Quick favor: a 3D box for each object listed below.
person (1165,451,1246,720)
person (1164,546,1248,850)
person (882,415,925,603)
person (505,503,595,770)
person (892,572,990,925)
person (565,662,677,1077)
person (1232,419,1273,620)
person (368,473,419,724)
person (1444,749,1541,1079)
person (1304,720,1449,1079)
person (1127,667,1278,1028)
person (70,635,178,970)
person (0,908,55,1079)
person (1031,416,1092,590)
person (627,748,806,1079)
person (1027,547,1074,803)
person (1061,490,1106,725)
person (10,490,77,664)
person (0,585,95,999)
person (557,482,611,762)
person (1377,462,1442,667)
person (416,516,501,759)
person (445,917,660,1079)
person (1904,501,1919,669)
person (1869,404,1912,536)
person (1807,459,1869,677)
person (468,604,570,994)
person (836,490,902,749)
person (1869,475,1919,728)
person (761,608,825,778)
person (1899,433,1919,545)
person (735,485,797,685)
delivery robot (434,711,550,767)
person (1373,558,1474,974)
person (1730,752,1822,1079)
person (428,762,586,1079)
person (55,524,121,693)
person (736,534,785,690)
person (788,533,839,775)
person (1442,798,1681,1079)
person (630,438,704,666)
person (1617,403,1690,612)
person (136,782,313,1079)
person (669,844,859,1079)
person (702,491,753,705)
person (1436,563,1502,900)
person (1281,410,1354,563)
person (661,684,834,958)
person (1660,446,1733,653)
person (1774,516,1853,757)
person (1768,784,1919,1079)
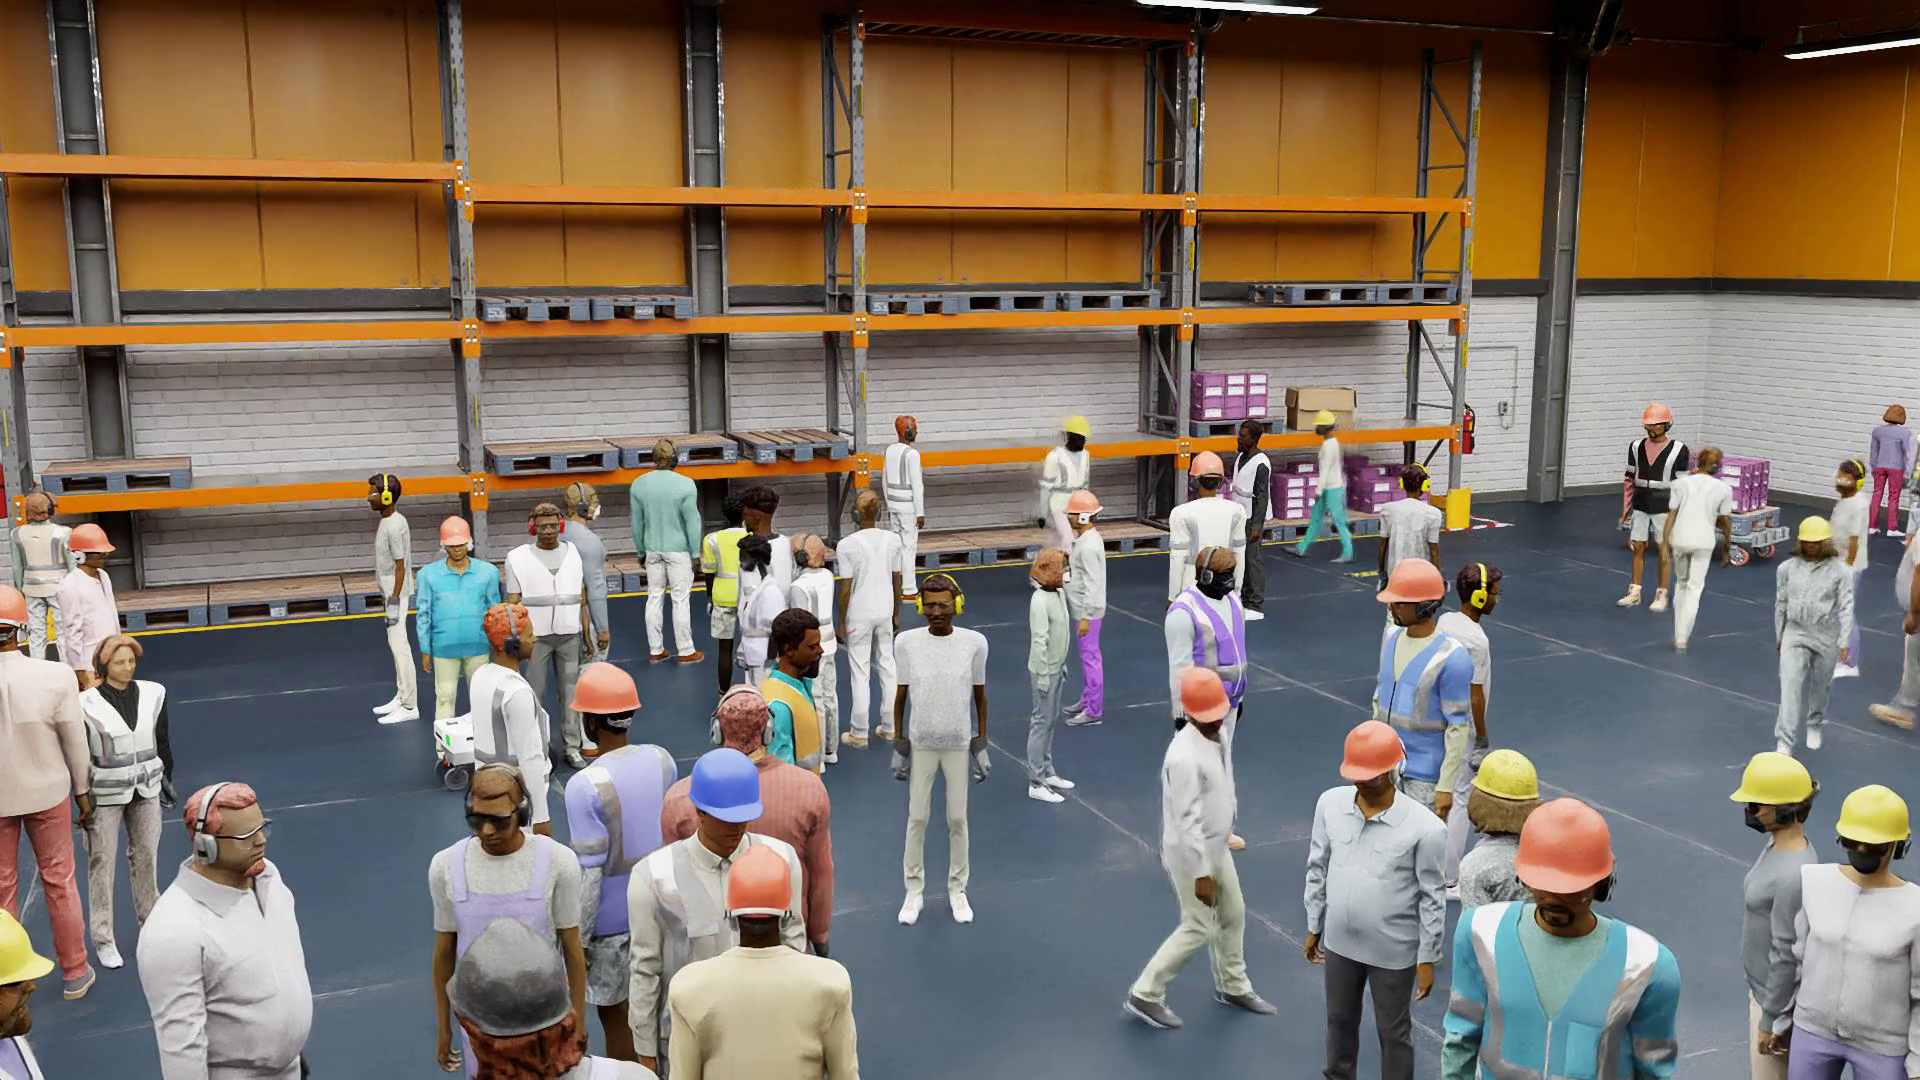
[{"bbox_3d":[1.807,0.359,12.335,0.615,2.043,0.373,-3,10,-18],"label":"person"},{"bbox_3d":[1.441,0.935,9.630,0.430,1.836,0.626,9,13,43],"label":"person"},{"bbox_3d":[-0.546,-0.308,16.641,0.345,1.882,0.584,-7,12,-36],"label":"person"},{"bbox_3d":[-2.756,0.656,11.192,0.575,1.843,0.375,-6,11,-30],"label":"person"},{"bbox_3d":[-0.098,1.082,8.672,0.514,1.871,0.327,0,10,0],"label":"person"},{"bbox_3d":[-1.341,1.428,6.483,0.376,1.935,0.550,6,11,29],"label":"person"},{"bbox_3d":[2.766,-0.196,15.887,0.392,1.922,0.593,-2,10,-14],"label":"person"},{"bbox_3d":[-4.253,0.430,12.430,0.328,1.872,0.512,-4,11,-23],"label":"person"},{"bbox_3d":[1.939,1.606,6.015,0.493,1.743,0.311,-6,12,-32],"label":"person"},{"bbox_3d":[1.569,1.535,6.407,0.576,1.745,0.340,9,13,42],"label":"person"},{"bbox_3d":[1.079,1.376,7.484,0.600,1.703,0.591,5,11,25],"label":"person"},{"bbox_3d":[-4.140,1.270,8.245,0.314,1.642,0.515,7,12,34],"label":"person"},{"bbox_3d":[-2.546,1.854,4.384,0.405,1.825,0.590,-3,10,-16],"label":"person"},{"bbox_3d":[1.050,-0.323,16.778,0.968,1.870,0.591,8,13,39],"label":"person"},{"bbox_3d":[-0.778,1.609,5.446,0.604,1.939,0.415,-5,11,-26],"label":"person"},{"bbox_3d":[0.584,0.850,10.687,0.279,1.633,0.501,3,10,17],"label":"person"},{"bbox_3d":[0.915,0.499,12.361,0.341,1.752,0.563,1,10,3],"label":"person"},{"bbox_3d":[-7.166,0.430,13.088,0.518,1.640,0.307,0,10,-3],"label":"person"},{"bbox_3d":[-4.351,1.190,7.690,0.611,1.995,0.375,-6,11,-29],"label":"person"},{"bbox_3d":[-2.602,0.558,11.492,0.372,1.940,0.632,-8,13,-39],"label":"person"},{"bbox_3d":[3.531,0.320,13.097,0.511,1.863,0.327,7,12,34],"label":"person"},{"bbox_3d":[-3.353,0.704,11.181,0.563,1.752,0.329,-4,11,-23],"label":"person"},{"bbox_3d":[-1.010,1.833,3.853,0.684,2.000,0.538,-7,12,-36],"label":"person"},{"bbox_3d":[7.786,0.302,13.238,0.342,1.845,0.506,-8,12,-37],"label":"person"},{"bbox_3d":[11.490,-0.861,20.545,0.280,1.633,0.500,-6,11,-31],"label":"person"},{"bbox_3d":[7.249,0.242,13.615,0.439,1.835,0.559,1,10,6],"label":"person"},{"bbox_3d":[-2.084,1.225,7.811,0.355,1.882,0.575,-8,13,-39],"label":"person"},{"bbox_3d":[-0.649,0.558,11.762,0.506,1.846,0.346,-6,11,-31],"label":"person"},{"bbox_3d":[6.971,0.433,11.919,0.846,2.000,0.710,9,13,42],"label":"person"},{"bbox_3d":[-0.792,1.247,7.584,0.372,1.916,0.597,0,10,-1],"label":"person"},{"bbox_3d":[11.473,-0.718,19.723,0.542,1.635,0.315,0,10,0],"label":"person"},{"bbox_3d":[-1.307,0.609,11.120,0.368,1.966,0.602,4,11,21],"label":"person"},{"bbox_3d":[-3.110,1.280,11.047,0.707,0.478,0.477,-6,11,-30],"label":"delivery robot"},{"bbox_3d":[2.197,1.093,8.121,0.380,2.040,0.605,-5,11,-25],"label":"person"},{"bbox_3d":[2.884,1.615,5.941,0.342,1.754,0.530,4,11,22],"label":"person"},{"bbox_3d":[-1.524,1.628,5.639,0.511,1.836,0.357,0,10,-2],"label":"person"},{"bbox_3d":[-5.641,0.757,10.877,0.342,1.748,0.572,-1,10,-5],"label":"person"},{"bbox_3d":[-1.287,0.791,10.925,0.342,1.682,0.546,-4,11,-22],"label":"person"},{"bbox_3d":[-0.990,0.763,11.166,0.315,1.641,0.515,4,11,21],"label":"person"},{"bbox_3d":[1.636,1.697,4.634,0.616,2.039,0.388,6,11,29],"label":"person"},{"bbox_3d":[-2.474,0.106,14.093,0.627,1.940,0.371,3,10,18],"label":"person"},{"bbox_3d":[6.753,-0.316,16.228,0.390,2.041,0.614,-9,13,-42],"label":"person"},{"bbox_3d":[-2.213,1.673,5.163,0.409,1.907,0.651,1,10,4],"label":"person"},{"bbox_3d":[-0.588,1.770,5.029,0.568,1.754,0.335,-1,10,-5],"label":"person"},{"bbox_3d":[-1.688,0.472,12.687,0.532,1.696,0.319,0,10,-1],"label":"person"},{"bbox_3d":[2.728,1.034,9.000,0.338,1.857,0.525,-2,10,-9],"label":"person"},{"bbox_3d":[4.065,-0.593,18.751,0.882,1.722,0.531,2,10,12],"label":"person"},{"bbox_3d":[-0.796,1.480,6.275,0.640,1.909,0.409,-2,10,-13],"label":"person"},{"bbox_3d":[6.504,0.073,14.686,0.543,1.795,0.746,7,12,35],"label":"person"},{"bbox_3d":[5.886,0.673,11.517,0.501,1.695,0.895,6,12,33],"label":"person"},{"bbox_3d":[2.986,1.670,5.579,0.525,1.771,0.305,10,14,44],"label":"person"}]
